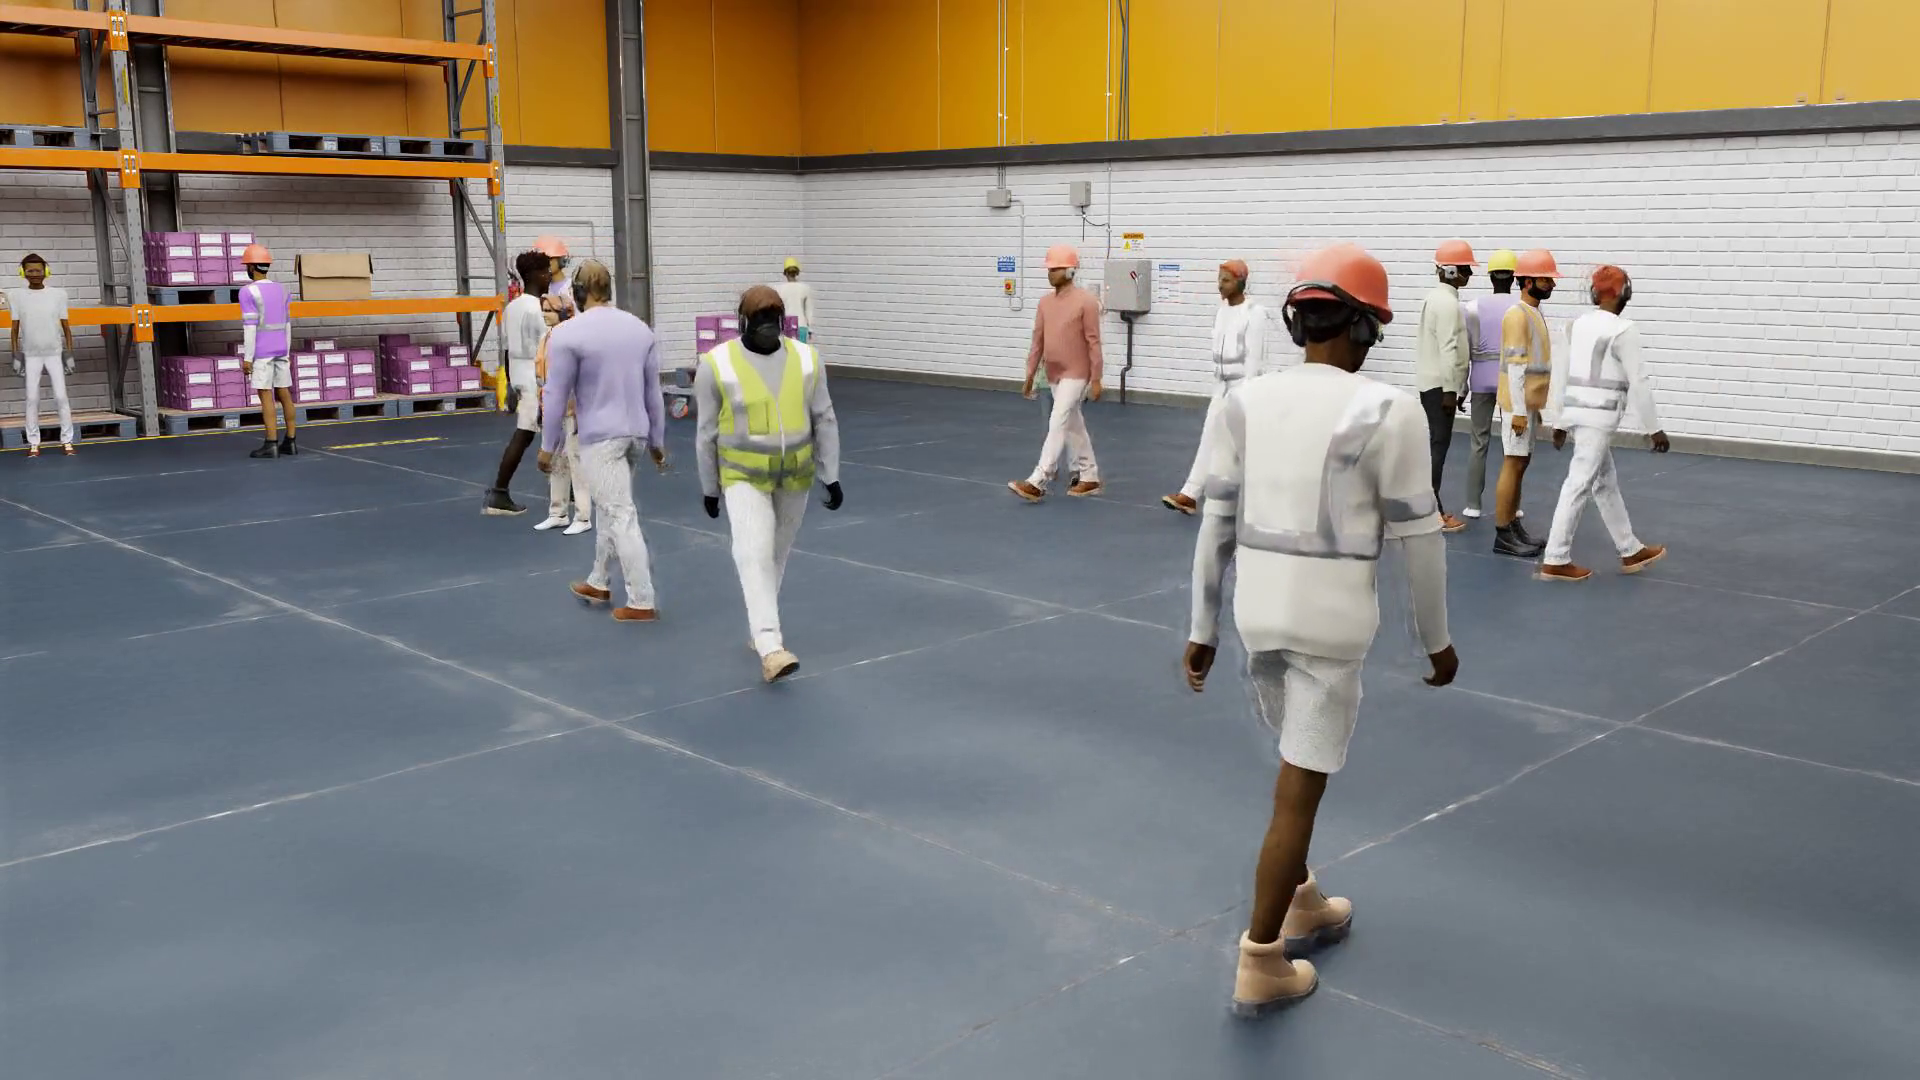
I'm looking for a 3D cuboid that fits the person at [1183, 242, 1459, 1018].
[{"bbox_3d":[0.986,0.224,4.444,0.852,1.998,0.621,-9,14,-40],"label":"person"}]

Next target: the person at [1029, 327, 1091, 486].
[{"bbox_3d":[0.815,-1.229,13.481,0.518,1.591,0.855,1,10,3],"label":"person"}]

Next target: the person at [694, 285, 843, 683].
[{"bbox_3d":[-0.846,-0.258,7.649,0.627,1.788,0.975,-6,12,-28],"label":"person"}]

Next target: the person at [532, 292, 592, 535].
[{"bbox_3d":[-2.701,-0.856,11.302,0.512,1.642,0.312,9,14,41],"label":"person"}]

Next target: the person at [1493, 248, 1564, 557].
[{"bbox_3d":[3.600,-0.869,10.565,0.354,1.939,0.544,5,12,27],"label":"person"}]

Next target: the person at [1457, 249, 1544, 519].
[{"bbox_3d":[3.824,-1.095,11.828,0.587,1.926,0.366,3,11,18],"label":"person"}]

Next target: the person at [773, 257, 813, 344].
[{"bbox_3d":[-2.098,-2.679,20.952,0.525,1.755,0.468,-5,11,-25],"label":"person"}]

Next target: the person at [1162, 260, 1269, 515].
[{"bbox_3d":[1.913,-1.071,11.915,0.961,1.834,0.594,-6,12,-32],"label":"person"}]

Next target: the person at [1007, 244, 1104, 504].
[{"bbox_3d":[0.711,-1.258,12.660,1.018,1.938,0.642,-7,13,-35],"label":"person"}]

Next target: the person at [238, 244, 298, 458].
[{"bbox_3d":[-6.330,-1.710,15.148,0.376,1.939,0.547,4,11,23],"label":"person"}]

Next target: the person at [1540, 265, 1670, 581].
[{"bbox_3d":[3.846,-0.673,9.746,0.931,1.837,0.626,-2,11,-11],"label":"person"}]

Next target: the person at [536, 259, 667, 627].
[{"bbox_3d":[-1.912,-0.515,8.756,0.925,1.890,0.635,7,12,33],"label":"person"}]

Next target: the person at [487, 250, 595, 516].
[{"bbox_3d":[-3.069,-1.143,12.136,1.003,1.917,0.609,-7,13,-35],"label":"person"}]

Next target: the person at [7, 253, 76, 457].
[{"bbox_3d":[-8.408,-1.685,15.245,0.505,1.860,0.320,-5,12,-26],"label":"person"}]

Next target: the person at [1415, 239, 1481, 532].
[{"bbox_3d":[3.339,-1.065,11.474,0.396,1.992,0.619,1,10,5],"label":"person"}]

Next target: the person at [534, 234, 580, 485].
[{"bbox_3d":[-3.251,-1.441,13.435,0.646,2.025,0.443,5,12,26],"label":"person"}]
